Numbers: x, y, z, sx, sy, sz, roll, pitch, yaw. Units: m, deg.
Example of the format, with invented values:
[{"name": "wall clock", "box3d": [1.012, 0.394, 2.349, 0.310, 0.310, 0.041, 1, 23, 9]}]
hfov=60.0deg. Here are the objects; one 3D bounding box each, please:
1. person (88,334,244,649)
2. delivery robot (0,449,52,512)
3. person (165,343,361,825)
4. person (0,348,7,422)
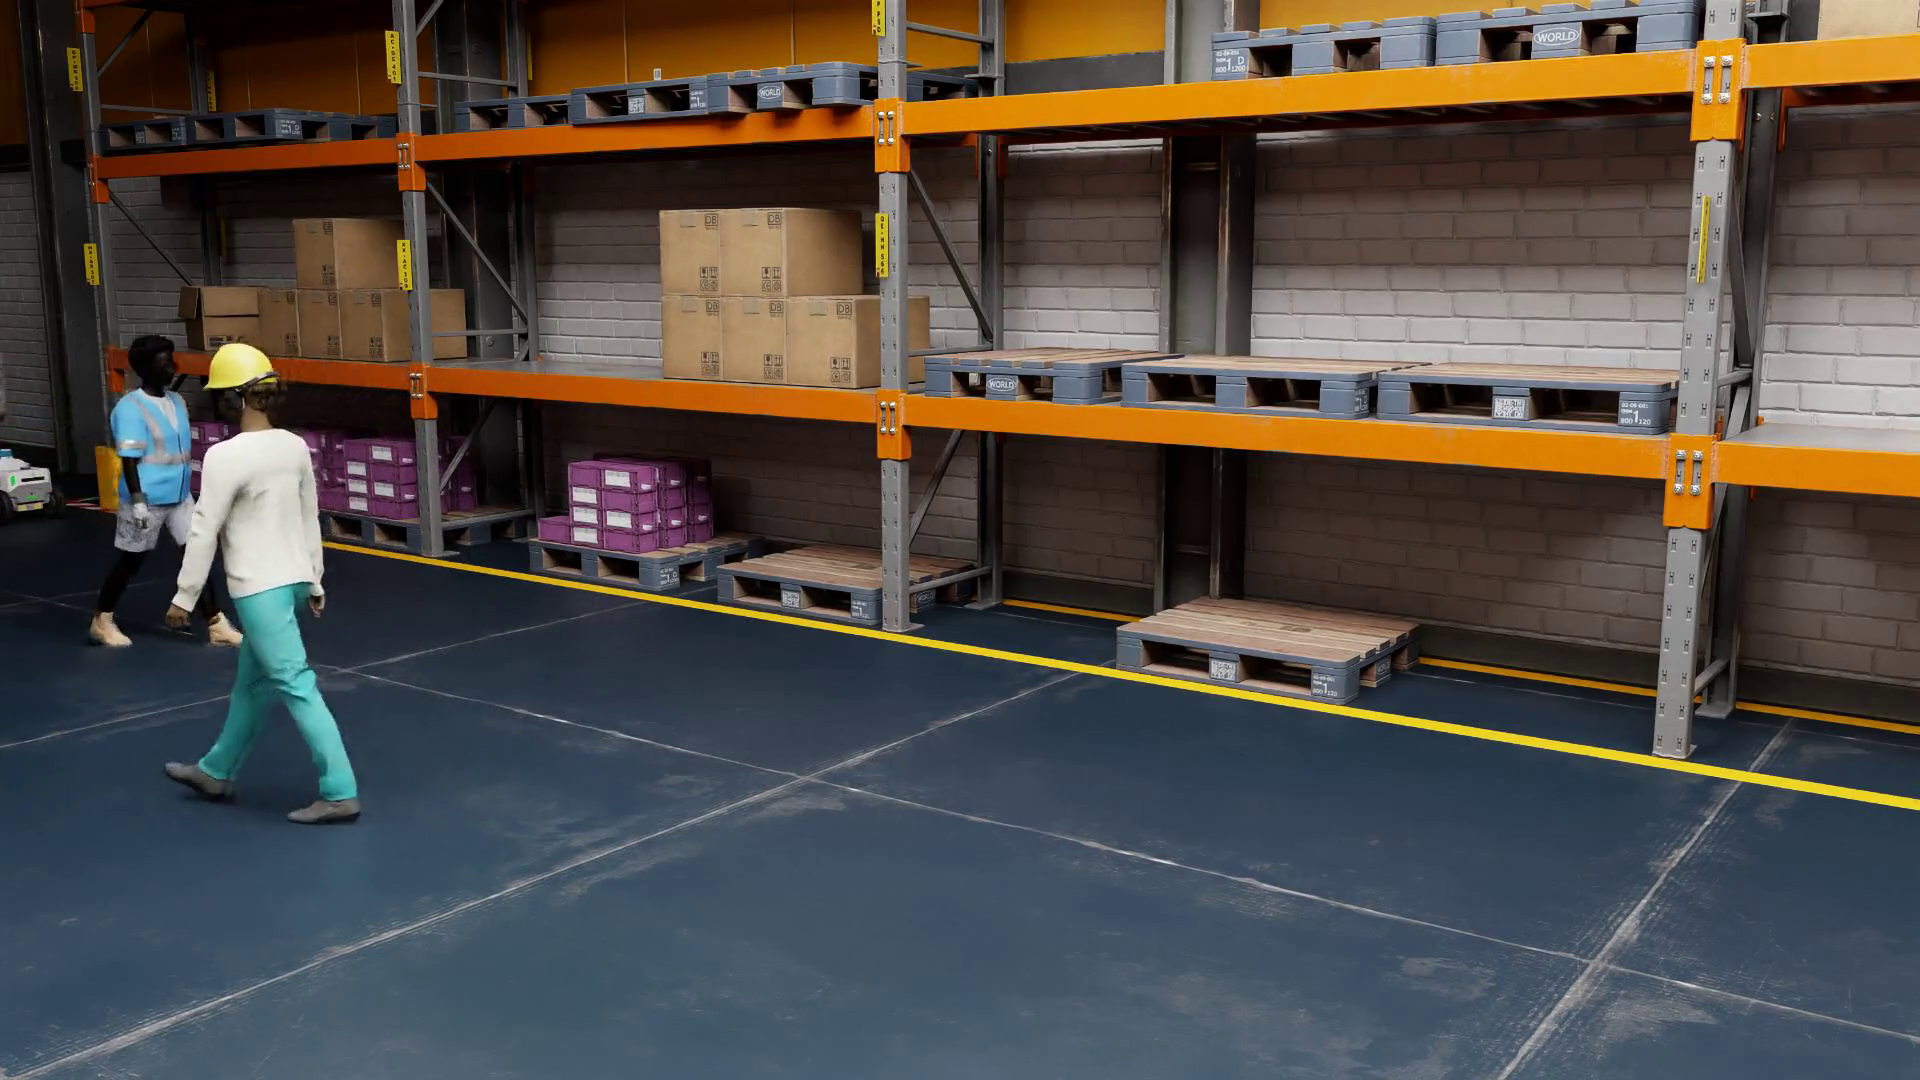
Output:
[{"name": "person", "box3d": [-4.179, -0.241, 8.614, 0.867, 1.651, 0.545, 2, 10, 10]}, {"name": "delivery robot", "box3d": [-7.422, -0.467, 12.956, 0.707, 0.478, 0.477, 6, 11, 30]}, {"name": "person", "box3d": [-2.574, 0.168, 5.965, 0.889, 1.721, 0.540, 2, 10, 9]}, {"name": "person", "box3d": [-8.331, -1.138, 14.037, 0.518, 1.619, 0.576, -6, 11, -32]}]
